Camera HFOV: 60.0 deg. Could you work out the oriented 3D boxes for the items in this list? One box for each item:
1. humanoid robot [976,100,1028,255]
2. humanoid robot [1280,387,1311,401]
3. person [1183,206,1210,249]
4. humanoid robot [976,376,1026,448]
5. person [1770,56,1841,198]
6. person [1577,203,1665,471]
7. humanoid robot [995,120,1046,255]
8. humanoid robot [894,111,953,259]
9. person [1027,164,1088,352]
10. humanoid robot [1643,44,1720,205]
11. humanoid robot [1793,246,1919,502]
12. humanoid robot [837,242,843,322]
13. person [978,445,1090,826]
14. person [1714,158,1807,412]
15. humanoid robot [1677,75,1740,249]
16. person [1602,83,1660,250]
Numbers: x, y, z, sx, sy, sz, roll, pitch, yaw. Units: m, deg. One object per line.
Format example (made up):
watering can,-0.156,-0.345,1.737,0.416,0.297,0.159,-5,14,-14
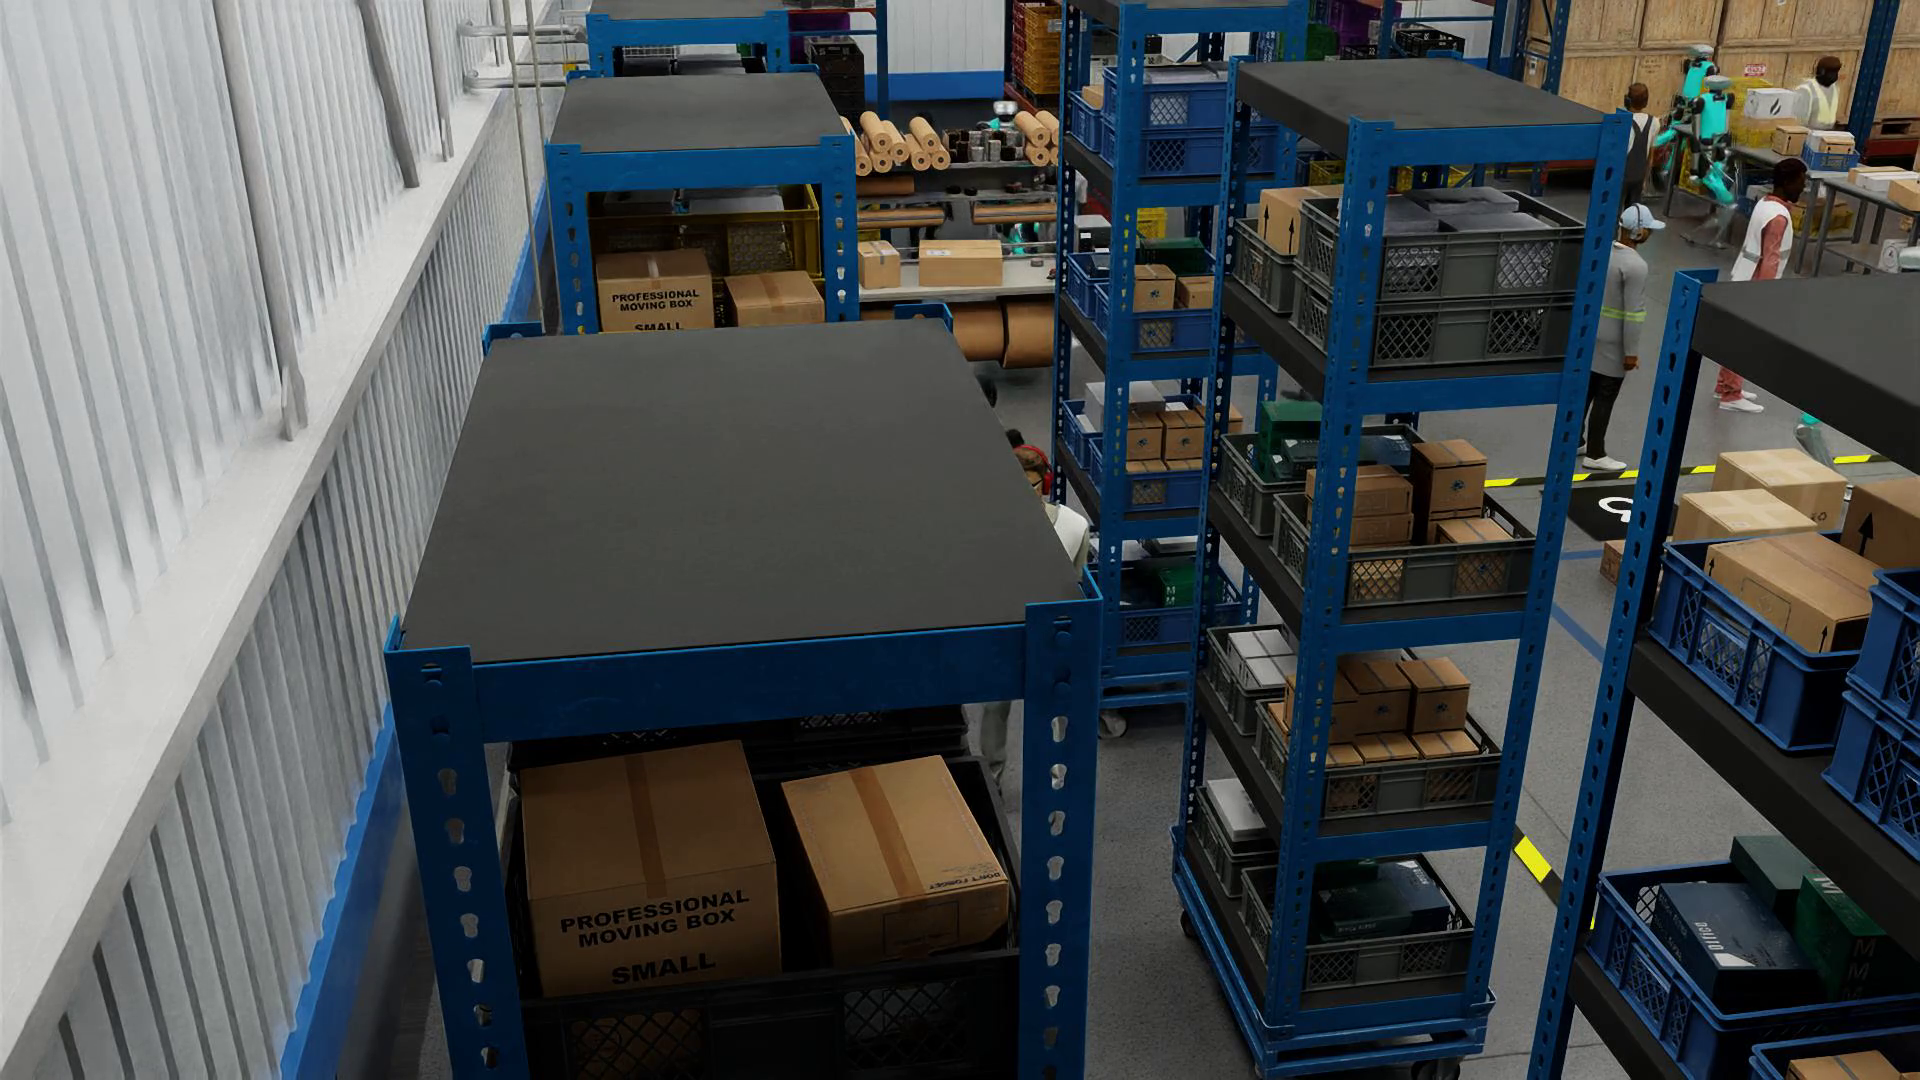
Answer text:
humanoid robot,0.404,-3.308,15.723,0.531,1.768,0.830,-1,25,-2
humanoid robot,2.898,-1.771,12.529,0.799,1.629,0.602,15,29,30
person,2.291,-3.513,16.168,0.295,1.743,0.492,22,33,39
humanoid robot,0.074,-0.072,8.829,0.594,1.650,0.685,4,25,9
person,8.978,-4.219,17.646,0.622,1.801,0.942,-9,26,-19
person,4.508,-1.397,11.440,0.398,1.851,0.593,-4,25,-9
humanoid robot,0.612,-2.681,14.372,0.538,1.788,0.737,-7,26,-16
humanoid robot,-0.343,-3.147,15.462,0.591,1.656,0.323,-9,26,-19
person,0.811,-2.475,13.797,0.512,1.857,0.377,4,25,10
humanoid robot,7.936,-4.582,18.529,0.872,1.792,0.546,-5,25,-11
humanoid robot,5.770,-1.105,10.779,0.735,1.681,0.533,15,28,29
humanoid robot,-0.969,-2.269,13.599,0.764,1.889,0.544,-4,25,-8
person,0.286,0.426,7.482,0.562,1.847,0.389,5,25,11
person,5.998,-1.912,12.498,0.394,1.911,0.579,8,26,17
humanoid robot,7.571,-3.692,16.556,0.536,1.743,0.954,-12,27,-25
person,6.313,-3.399,15.801,0.506,1.846,0.345,-6,25,-13
